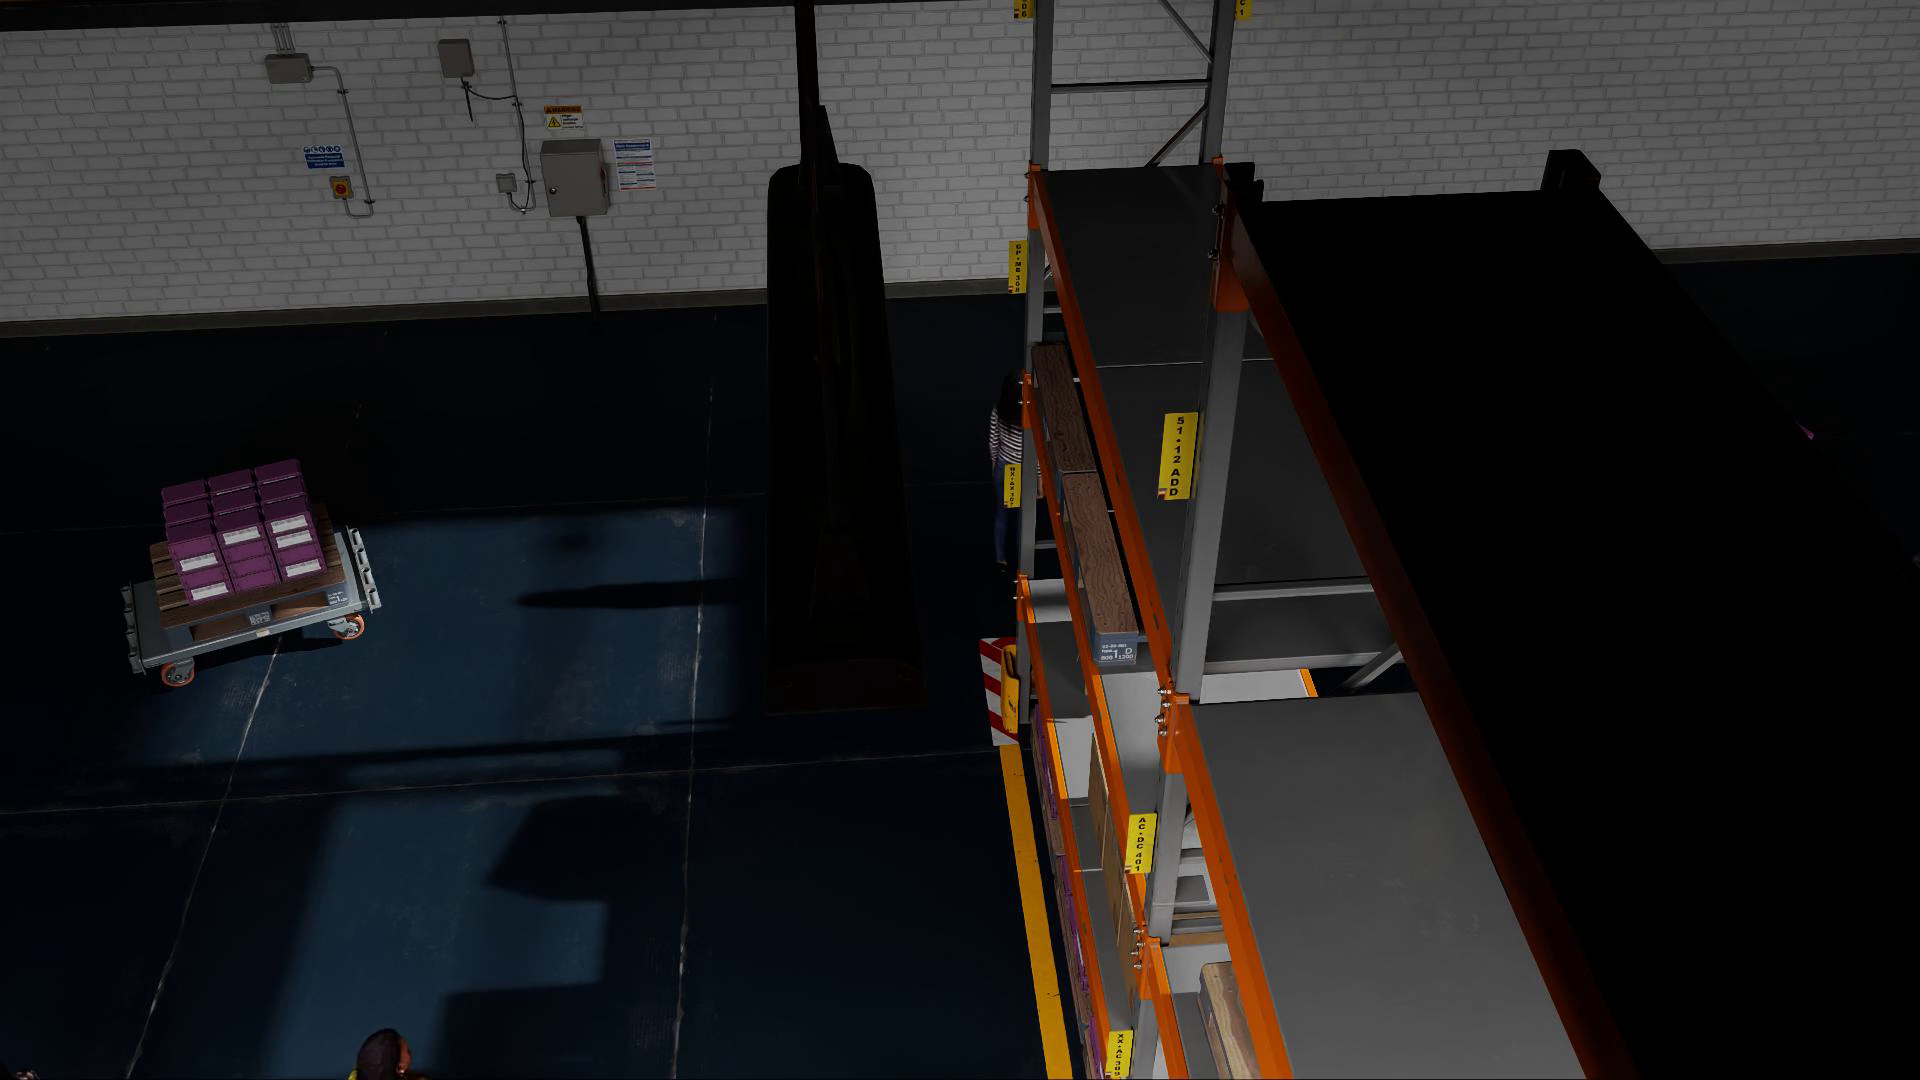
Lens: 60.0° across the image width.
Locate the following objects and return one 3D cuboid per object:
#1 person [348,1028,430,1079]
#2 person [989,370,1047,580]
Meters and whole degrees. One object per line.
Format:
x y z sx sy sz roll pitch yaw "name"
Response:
-2.622 2.949 7.844 0.977 1.640 1.061 20 43 23 "person"
0.402 -0.443 11.966 0.648 1.796 0.690 24 45 27 "person"
